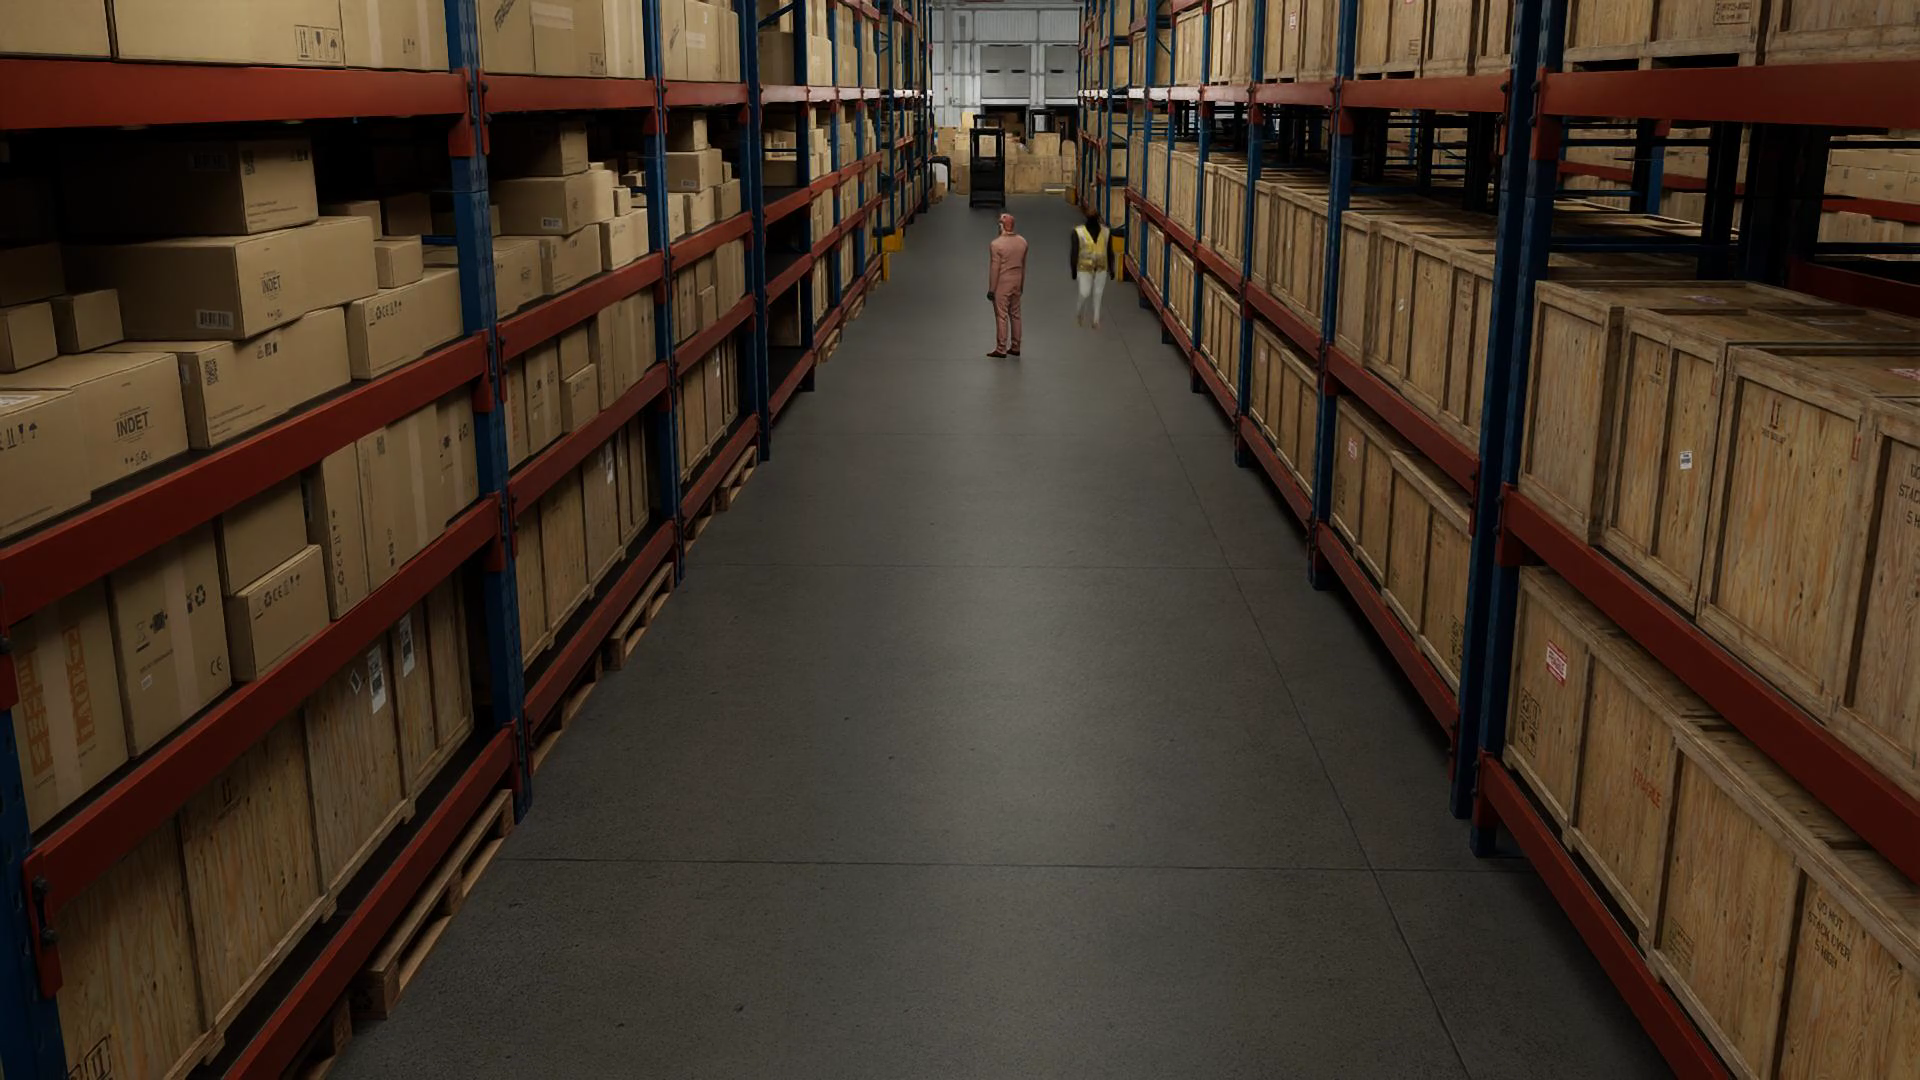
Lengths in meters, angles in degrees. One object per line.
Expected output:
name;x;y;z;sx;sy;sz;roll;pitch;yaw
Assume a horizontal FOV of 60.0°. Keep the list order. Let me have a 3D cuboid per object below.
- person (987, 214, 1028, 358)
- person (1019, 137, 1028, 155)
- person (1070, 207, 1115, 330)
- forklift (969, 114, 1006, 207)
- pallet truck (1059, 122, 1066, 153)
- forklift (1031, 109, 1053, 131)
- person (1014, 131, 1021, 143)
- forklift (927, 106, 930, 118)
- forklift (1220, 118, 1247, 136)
person;0.607;-3.404;22.306;0.641;1.908;0.407;-14;20;-42
person;2.374;-14.480;63.637;0.430;1.844;0.624;-5;16;-19
person;1.984;-4.048;24.860;0.638;1.826;0.434;-3;15;-12
forklift;0.869;-11.902;52.076;1.129;2.768;1.873;0;15;2
pallet truck;5.788;-21.111;88.014;1.885;1.965;0.823;5;16;18
forklift;3.409;-16.577;69.470;1.129;2.768;1.873;0;15;2
person;2.810;-19.156;81.345;0.704;1.681;0.539;-14;20;-41
forklift;-1.918;-21.452;87.608;1.129;2.768;1.873;0;15;2
forklift;7.323;-9.766;44.129;1.129;2.768;1.873;11;19;36
